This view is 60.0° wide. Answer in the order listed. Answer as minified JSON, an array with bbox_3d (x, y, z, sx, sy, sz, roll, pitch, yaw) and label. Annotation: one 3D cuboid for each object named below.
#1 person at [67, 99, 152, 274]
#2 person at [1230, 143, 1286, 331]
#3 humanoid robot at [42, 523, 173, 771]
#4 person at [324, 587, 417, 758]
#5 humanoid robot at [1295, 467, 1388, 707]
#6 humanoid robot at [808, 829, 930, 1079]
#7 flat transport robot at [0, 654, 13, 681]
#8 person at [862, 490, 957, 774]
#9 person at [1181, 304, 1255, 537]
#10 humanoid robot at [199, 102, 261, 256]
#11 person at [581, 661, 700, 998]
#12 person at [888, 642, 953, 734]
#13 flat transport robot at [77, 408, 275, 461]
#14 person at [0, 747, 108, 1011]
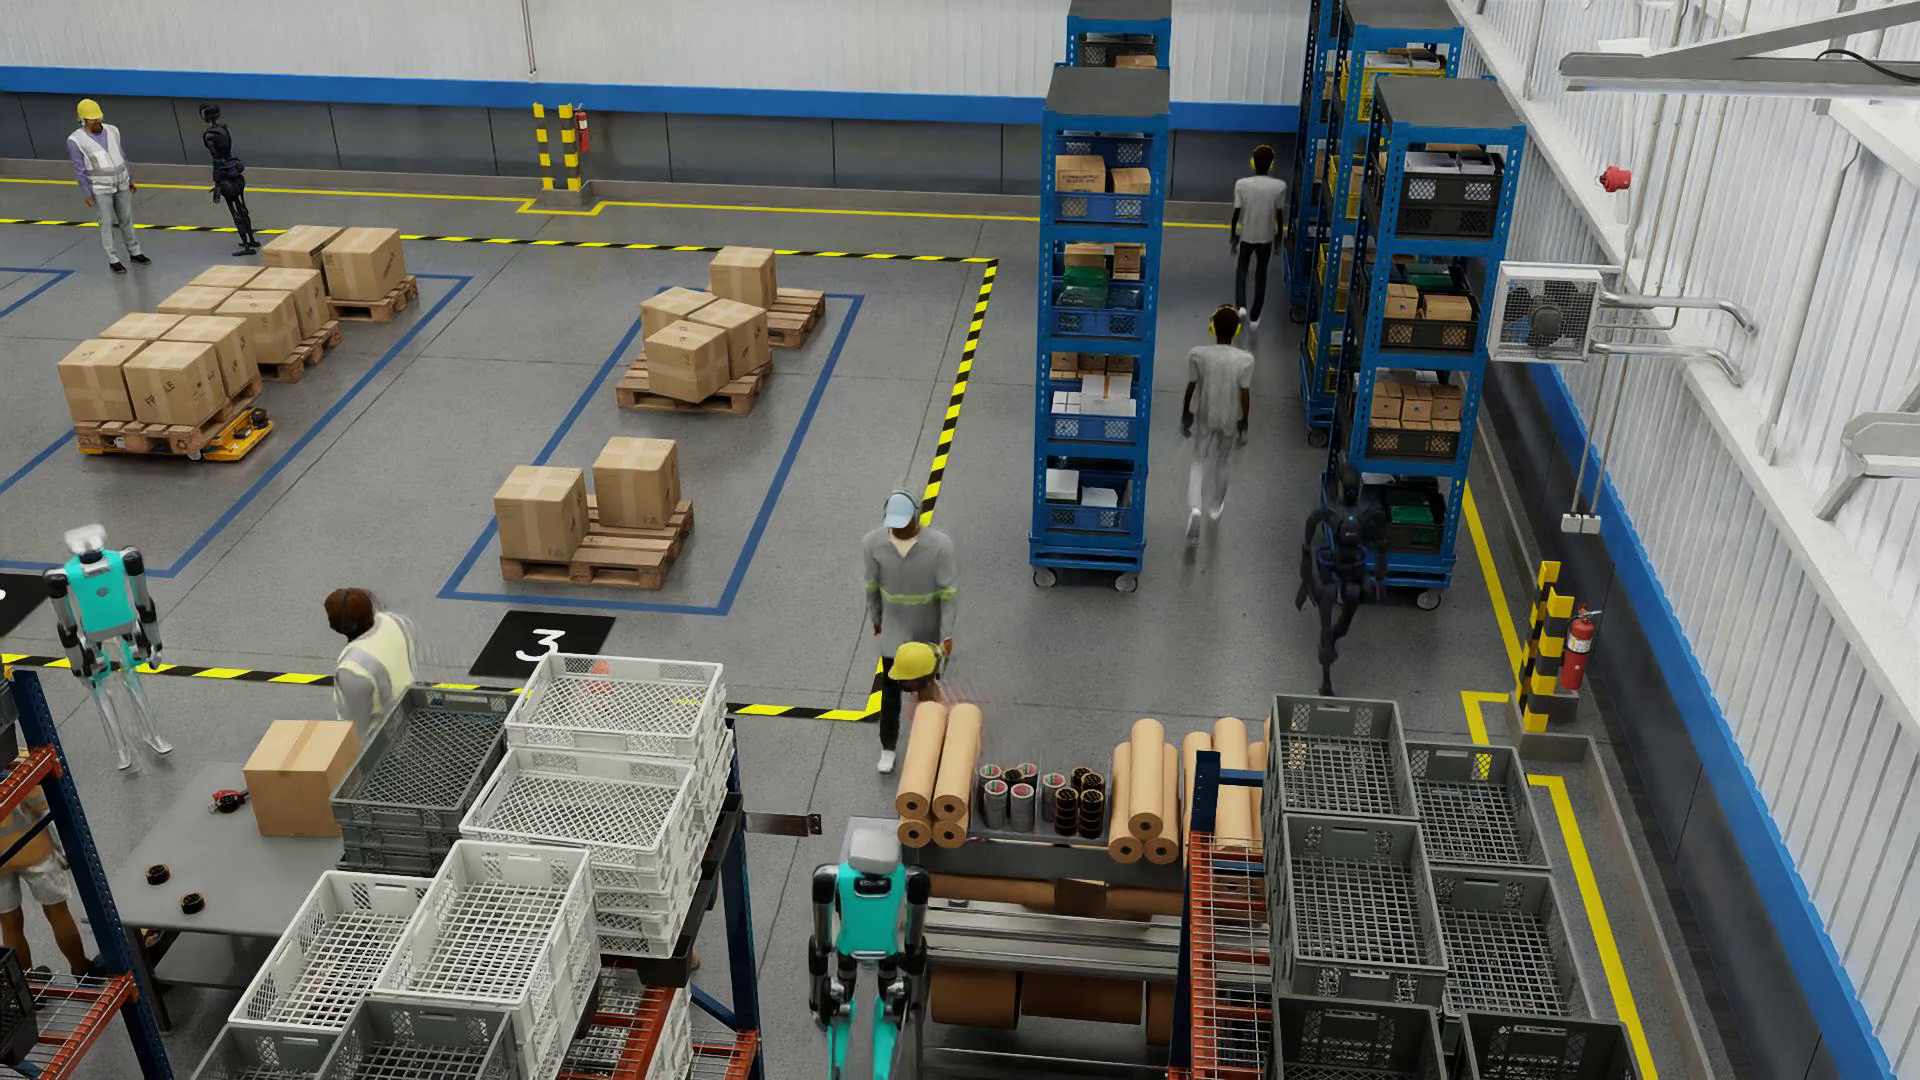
[{"bbox_3d":[-8.977,-3.742,17.545,0.404,1.830,0.602,17,34,26],"label":"person"},{"bbox_3d":[2.885,-2.921,16.119,0.521,1.856,0.423,5,31,8],"label":"person"},{"bbox_3d":[-5.173,0.578,10.088,0.533,1.677,0.735,-21,36,-32],"label":"humanoid robot"},{"bbox_3d":[-3.201,1.046,9.361,0.908,1.807,0.631,1,30,2],"label":"person"},{"bbox_3d":[2.515,0.236,10.931,0.601,1.642,0.776,-1,30,-1],"label":"humanoid robot"},{"bbox_3d":[-0.411,2.229,7.477,0.592,1.861,0.767,-2,30,-4],"label":"humanoid robot"},{"bbox_3d":[-7.142,0.969,11.010,1.431,0.231,0.659,3,30,6],"label":"flat transport robot"},{"bbox_3d":[-0.310,0.510,10.271,0.597,1.822,0.811,3,30,4],"label":"person"},{"bbox_3d":[1.944,-0.891,12.637,0.514,1.849,0.705,7,31,11],"label":"person"},{"bbox_3d":[-7.919,-3.908,17.973,0.315,1.655,0.599,-2,30,-4],"label":"humanoid robot"},{"bbox_3d":[-1.631,1.468,8.401,0.407,2.038,0.608,15,33,24],"label":"person"},{"bbox_3d":[-0.039,1.249,9.088,0.865,1.709,0.527,-6,31,-10],"label":"person"},{"bbox_3d":[-6.728,-0.944,14.268,1.431,0.197,0.652,3,30,6],"label":"flat transport robot"},{"bbox_3d":[-4.765,1.543,8.366,0.548,1.935,0.374,-7,31,-12],"label":"person"}]
